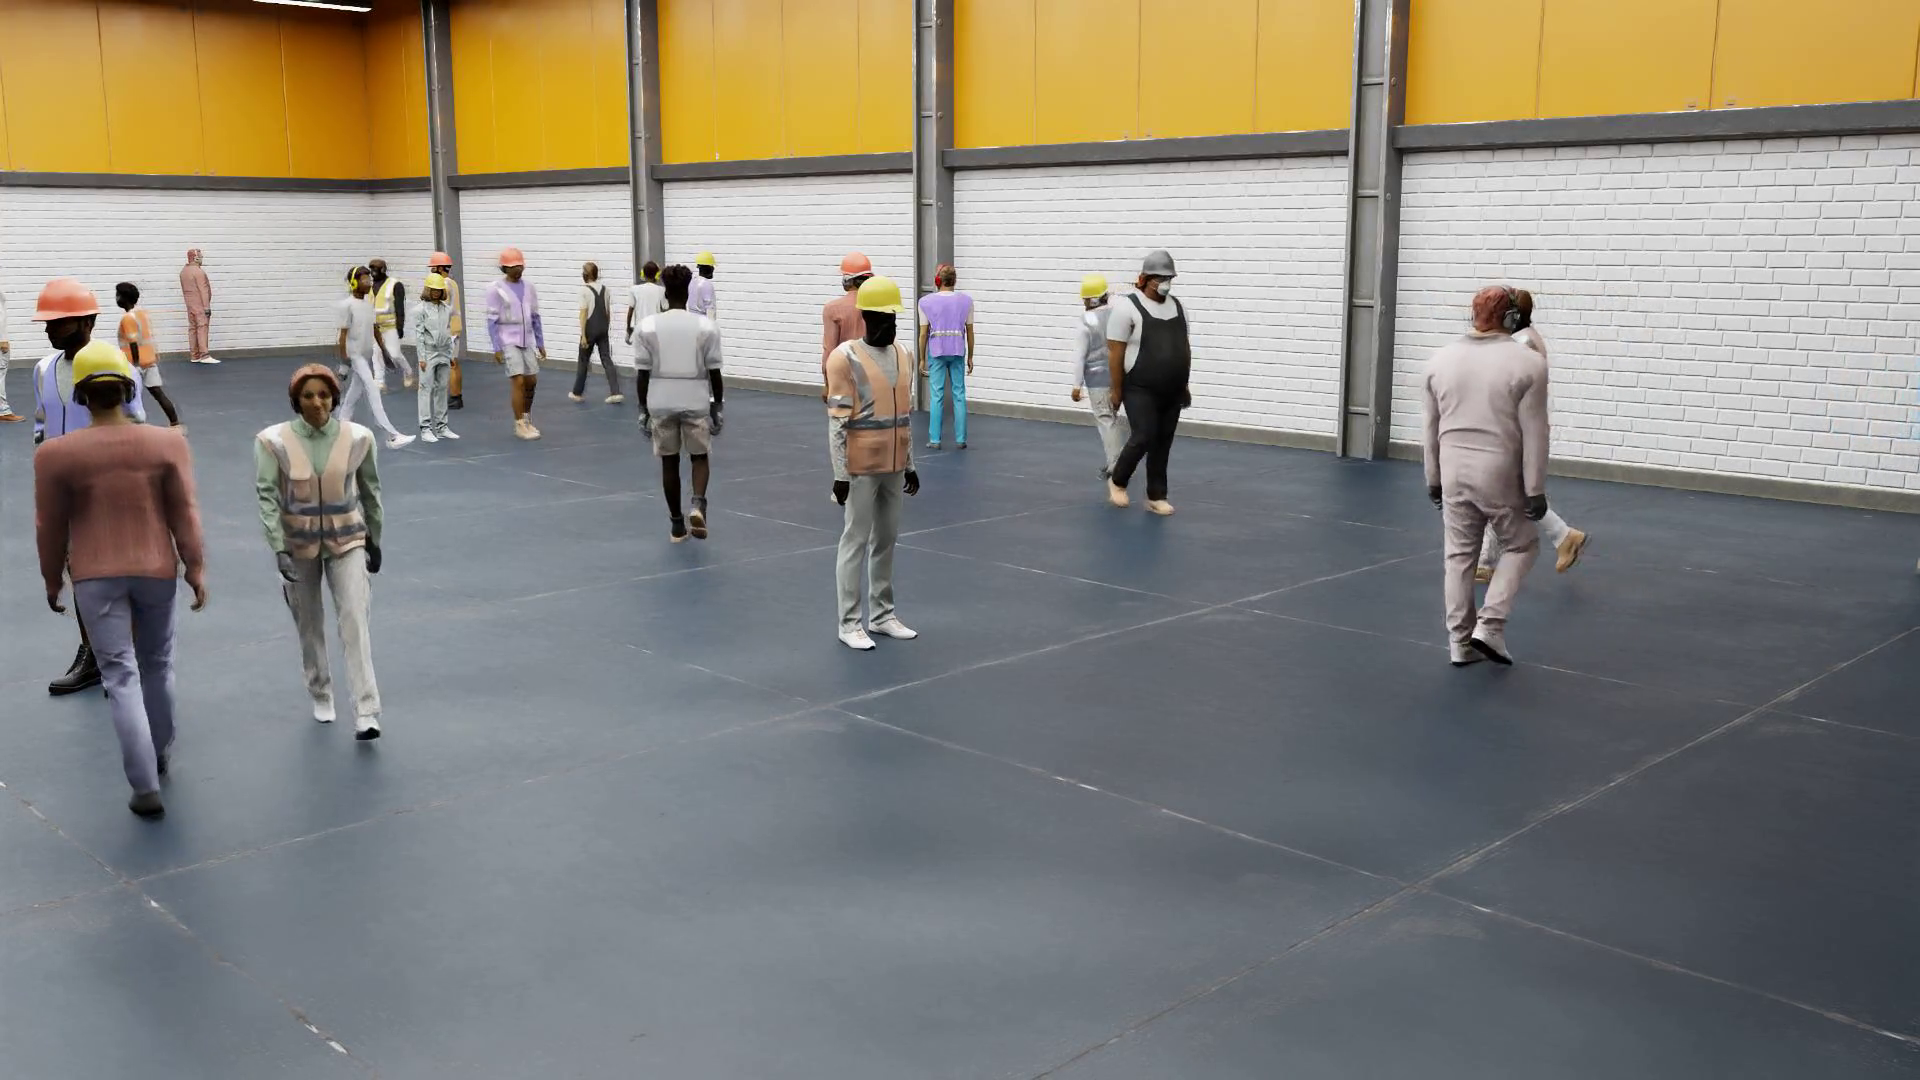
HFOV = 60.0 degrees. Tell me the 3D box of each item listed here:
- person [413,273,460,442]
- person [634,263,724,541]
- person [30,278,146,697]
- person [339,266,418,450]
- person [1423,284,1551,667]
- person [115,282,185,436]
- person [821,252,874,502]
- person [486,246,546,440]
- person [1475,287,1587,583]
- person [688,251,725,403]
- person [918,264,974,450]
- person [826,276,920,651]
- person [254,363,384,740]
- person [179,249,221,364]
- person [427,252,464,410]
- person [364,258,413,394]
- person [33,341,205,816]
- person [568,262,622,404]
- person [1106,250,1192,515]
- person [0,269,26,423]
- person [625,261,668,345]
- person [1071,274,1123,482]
[{"bbox_3d":[-5.444,-1.898,17.315,0.314,1.740,0.486,6,12,29],"label":"person"},{"bbox_3d":[-1.932,-0.928,11.469,0.606,1.951,0.532,-1,10,-8],"label":"person"},{"bbox_3d":[-4.025,-0.229,7.674,0.553,1.935,0.364,2,11,13],"label":"person"},{"bbox_3d":[-5.868,-1.798,16.538,0.961,1.819,0.538,1,10,6],"label":"person"},{"bbox_3d":[2.591,-0.301,8.169,0.669,1.894,0.432,10,14,44],"label":"person"},{"bbox_3d":[-8.555,-1.841,17.251,0.885,1.650,0.537,-1,10,-7],"label":"person"},{"bbox_3d":[-0.811,-1.280,13.242,0.622,1.996,0.371,-5,11,-24],"label":"person"},{"bbox_3d":[-4.640,-2.056,17.426,0.520,2.014,0.643,8,13,36],"label":"person"},{"bbox_3d":[3.427,-0.622,10.135,0.714,1.825,0.621,5,11,25],"label":"person"},{"bbox_3d":[-3.249,-2.710,21.231,0.372,1.925,0.596,-7,12,-32],"label":"person"},{"bbox_3d":[-0.134,-1.814,16.562,0.565,1.847,0.389,-2,11,-10],"label":"person"},{"bbox_3d":[-0.424,-0.400,8.638,0.382,1.924,0.594,9,14,41],"label":"person"},{"bbox_3d":[-2.686,0.056,7.045,0.502,1.588,0.844,-5,11,-23],"label":"person"},{"bbox_3d":[-12.691,-3.894,27.747,0.643,1.909,0.410,8,13,36],"label":"person"},{"bbox_3d":[-6.326,-2.565,20.456,0.379,1.933,0.544,-1,10,-3],"label":"person"},{"bbox_3d":[-7.731,-2.883,22.444,0.632,1.829,0.670,3,11,13],"label":"person"},{"bbox_3d":[-3.163,0.125,6.259,0.537,1.729,0.844,-7,13,-34],"label":"person"},{"bbox_3d":[-4.636,-2.624,21.137,0.982,1.795,0.535,10,14,42],"label":"person"},{"bbox_3d":[1.490,-1.195,12.660,0.689,2.000,0.552,-6,12,-31],"label":"person"},{"bbox_3d":[-11.010,-2.295,18.942,0.627,1.938,0.373,8,13,38],"label":"person"},{"bbox_3d":[-3.919,-2.587,20.920,0.528,1.813,1.033,-4,11,-20],"label":"person"},{"bbox_3d":[1.236,-1.387,14.379,0.624,1.796,0.496,-9,14,-40],"label":"person"}]
